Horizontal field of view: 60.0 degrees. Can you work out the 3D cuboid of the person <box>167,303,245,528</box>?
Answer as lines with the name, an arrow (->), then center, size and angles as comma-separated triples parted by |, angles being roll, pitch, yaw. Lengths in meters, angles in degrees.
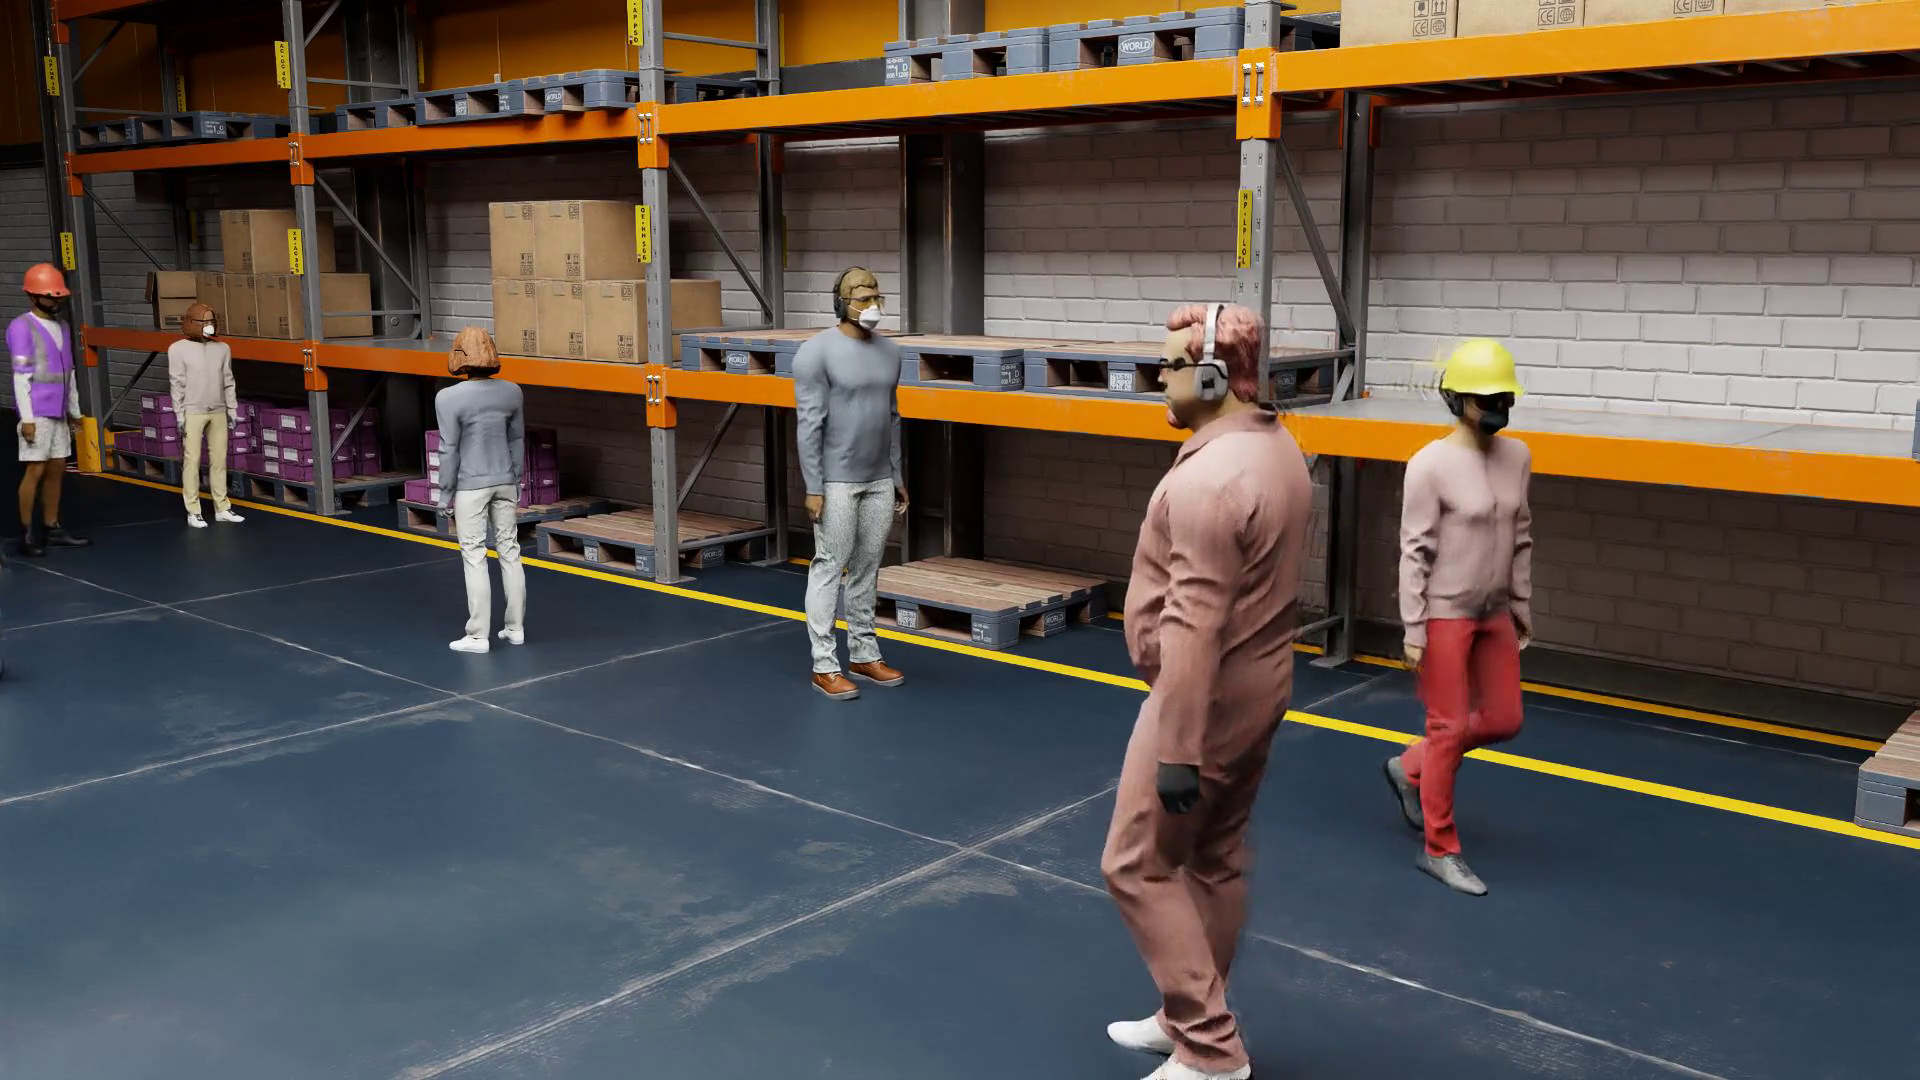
person -> -5.504, -0.909, 12.139 | 0.278, 1.628, 0.499 | 7, 12, 34

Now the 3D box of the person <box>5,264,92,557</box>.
person -> -6.024, -0.852, 10.983 | 0.470, 1.923, 0.592 | 1, 10, 6

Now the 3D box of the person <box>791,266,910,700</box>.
person -> -0.479, -0.262, 7.563 | 0.370, 1.940, 0.627 | 9, 13, 41

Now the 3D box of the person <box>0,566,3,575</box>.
person -> -6.273, -0.675, 9.794 | 0.625, 1.984, 1.059 | 9, 14, 42

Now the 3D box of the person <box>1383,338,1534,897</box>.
person -> 1.564, 0.226, 5.317 | 0.539, 1.748, 0.501 | -6, 12, -31

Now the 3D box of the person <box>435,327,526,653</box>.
person -> -2.404, -0.250, 8.364 | 0.280, 1.633, 0.500 | 8, 13, 38

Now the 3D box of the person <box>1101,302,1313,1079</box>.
person -> 0.563, 0.392, 3.950 | 0.464, 1.901, 0.671 | 5, 11, 28
